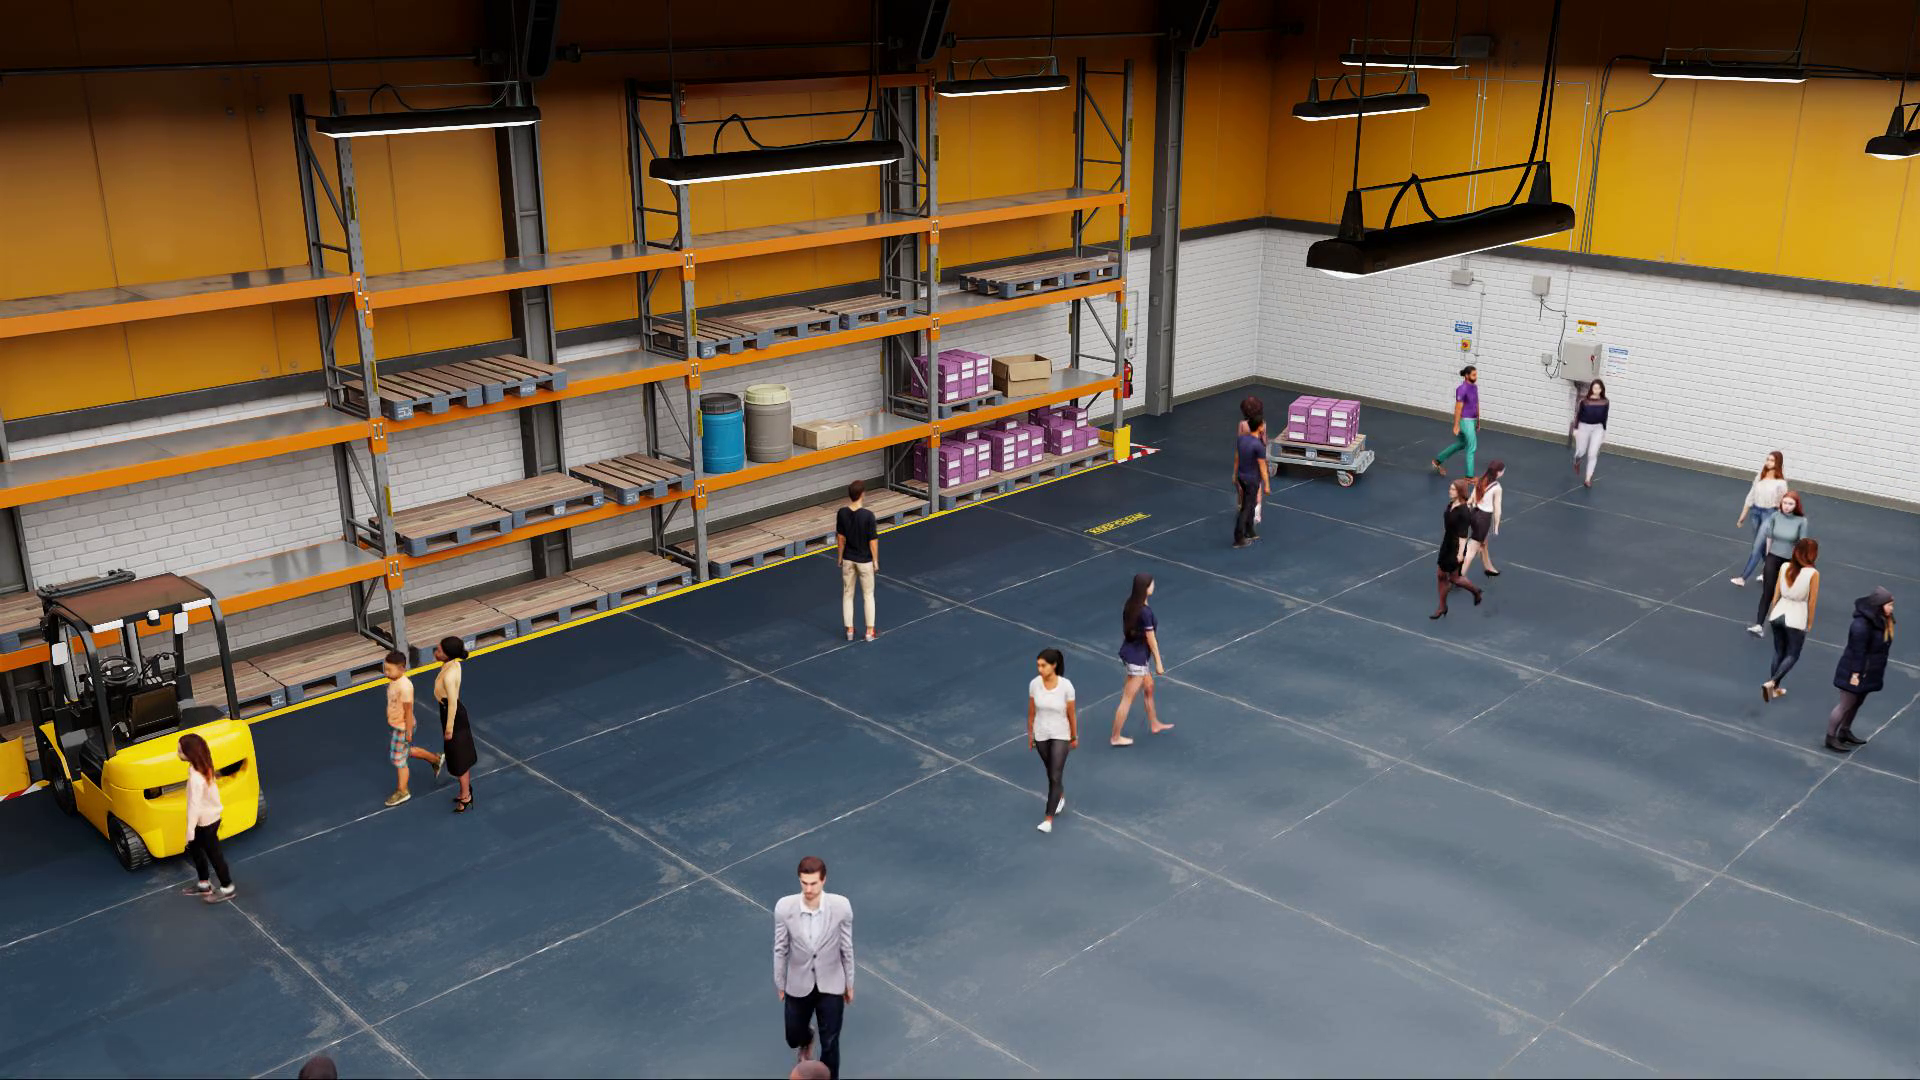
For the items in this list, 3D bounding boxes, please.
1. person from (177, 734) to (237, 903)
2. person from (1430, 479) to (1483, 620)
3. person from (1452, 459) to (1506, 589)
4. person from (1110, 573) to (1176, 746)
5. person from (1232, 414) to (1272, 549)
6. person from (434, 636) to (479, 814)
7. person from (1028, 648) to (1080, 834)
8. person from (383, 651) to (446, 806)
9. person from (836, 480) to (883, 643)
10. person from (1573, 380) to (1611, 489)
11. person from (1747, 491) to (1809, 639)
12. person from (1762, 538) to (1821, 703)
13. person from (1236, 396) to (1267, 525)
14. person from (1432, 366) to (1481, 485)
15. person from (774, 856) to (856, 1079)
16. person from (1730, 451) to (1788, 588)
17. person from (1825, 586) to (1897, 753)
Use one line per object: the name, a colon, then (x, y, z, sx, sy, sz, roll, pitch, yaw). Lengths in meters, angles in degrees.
person: (-5.972, 2.217, 13.303, 0.753, 1.471, 0.703, -8, 20, -22)
person: (5.771, 0.119, 19.193, 0.970, 1.689, 0.853, -4, 19, -11)
person: (6.245, -0.156, 20.174, 1.121, 1.584, 0.792, -11, 21, -29)
person: (1.606, 1.173, 15.984, 1.042, 1.738, 0.874, -6, 19, -17)
person: (3.689, -0.753, 21.649, 0.851, 1.774, 0.796, -10, 21, -27)
person: (-4.494, 1.626, 14.779, 0.691, 1.650, 0.660, -4, 19, -12)
person: (0.837, 1.700, 14.622, 0.818, 1.610, 1.095, 8, 20, 22)
person: (-4.969, 1.660, 15.005, 0.880, 1.442, 0.587, -13, 23, -34)
person: (-1.145, 0.229, 18.600, 0.707, 1.859, 0.696, 6, 19, 16)
person: (9.225, -1.581, 24.395, 0.873, 1.590, 0.976, 3, 19, 9)
person: (9.299, 0.269, 18.743, 0.619, 1.693, 1.145, 15, 24, 37)
person: (8.391, 0.851, 16.899, 0.912, 1.766, 0.683, -14, 23, -36)
person: (3.946, -1.039, 22.521, 1.018, 1.759, 1.072, 0, 19, 0)
person: (7.395, -1.723, 24.586, 0.775, 1.738, 1.093, 14, 23, 36)
person: (-0.932, 2.848, 10.859, 0.993, 1.836, 1.053, 0, 19, -1)
person: (9.871, -0.256, 20.315, 1.191, 1.683, 0.840, -9, 21, -25)
person: (8.618, 1.227, 15.933, 0.622, 1.670, 0.763, -13, 23, -34)
